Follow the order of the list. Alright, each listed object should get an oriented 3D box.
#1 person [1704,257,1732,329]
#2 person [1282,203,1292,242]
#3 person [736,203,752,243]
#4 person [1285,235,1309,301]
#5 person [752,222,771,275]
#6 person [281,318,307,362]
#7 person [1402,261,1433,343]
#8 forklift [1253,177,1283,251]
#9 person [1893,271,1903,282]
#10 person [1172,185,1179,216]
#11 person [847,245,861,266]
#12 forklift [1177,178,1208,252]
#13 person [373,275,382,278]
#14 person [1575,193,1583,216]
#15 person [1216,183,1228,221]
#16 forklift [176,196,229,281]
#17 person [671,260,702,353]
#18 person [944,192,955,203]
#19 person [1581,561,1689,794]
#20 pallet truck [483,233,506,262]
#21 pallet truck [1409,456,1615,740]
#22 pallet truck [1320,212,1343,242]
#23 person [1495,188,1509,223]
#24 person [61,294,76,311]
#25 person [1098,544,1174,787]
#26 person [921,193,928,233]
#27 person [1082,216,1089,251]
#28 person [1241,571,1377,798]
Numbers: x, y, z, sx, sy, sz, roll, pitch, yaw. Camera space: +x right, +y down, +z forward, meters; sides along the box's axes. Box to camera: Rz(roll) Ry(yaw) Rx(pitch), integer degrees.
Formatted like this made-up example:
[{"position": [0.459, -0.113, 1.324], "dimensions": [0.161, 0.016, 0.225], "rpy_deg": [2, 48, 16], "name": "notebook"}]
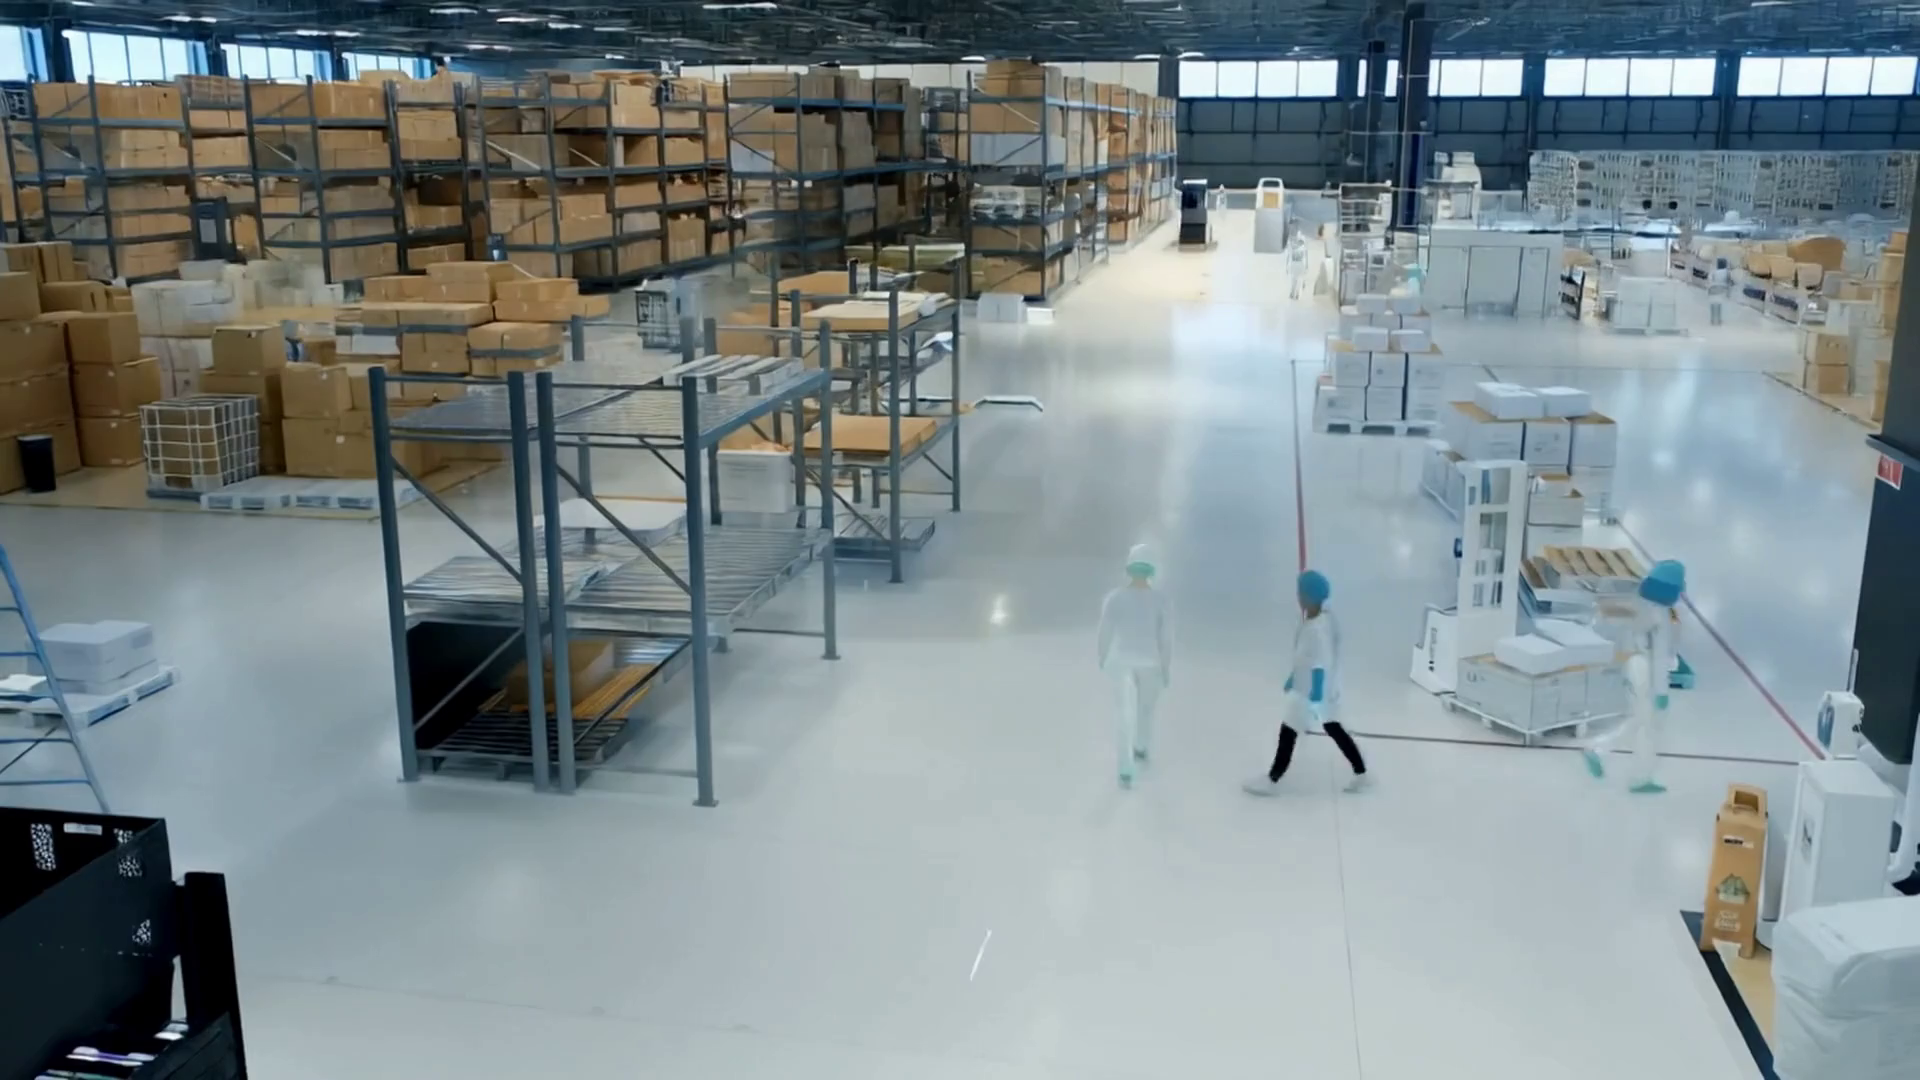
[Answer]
[{"position": [17.955, -5.865, 39.469], "dimensions": [0.557, 1.674, 0.593], "rpy_deg": [2, 14, 9], "name": "person"}, {"position": [13.784, -13.446, 70.362], "dimensions": [0.499, 1.632, 0.285], "rpy_deg": [-3, 14, -11], "name": "person"}, {"position": [-8.507, -12.278, 65.127], "dimensions": [0.882, 1.879, 0.637], "rpy_deg": [4, 14, 14], "name": "person"}, {"position": [9.302, -7.497, 45.856], "dimensions": [0.624, 1.794, 0.884], "rpy_deg": [2, 14, 8], "name": "person"}, {"position": [-6.426, -9.615, 54.344], "dimensions": [0.646, 1.863, 0.965], "rpy_deg": [7, 16, 28], "name": "person"}, {"position": [-10.124, -2.462, 25.332], "dimensions": [0.328, 1.842, 0.514], "rpy_deg": [4, 14, 16], "name": "person"}, {"position": [9.627, -4.958, 35.342], "dimensions": [0.866, 1.913, 0.550], "rpy_deg": [-1, 14, -4], "name": "person"}, {"position": [12.083, -12.747, 64.956], "dimensions": [1.129, 2.768, 1.873], "rpy_deg": [3, 14, 10], "name": "forklift"}, {"position": [20.367, -5.087, 35.584], "dimensions": [0.768, 2.000, 0.535], "rpy_deg": [5, 15, 20], "name": "person"}, {"position": [11.800, -18.567, 90.961], "dimensions": [0.413, 1.719, 0.484], "rpy_deg": [3, 14, 12], "name": "person"}, {"position": [-2.829, -6.886, 43.597], "dimensions": [0.541, 1.696, 0.315], "rpy_deg": [3, 14, 14], "name": "person"}, {"position": [9.054, -12.631, 64.488], "dimensions": [1.129, 2.768, 1.873], "rpy_deg": [3, 14, 10], "name": "forklift"}, {"position": [-11.353, -4.233, 32.463], "dimensions": [1.007, 1.884, 0.564], "rpy_deg": [3, 14, 12], "name": "person"}, {"position": [30.380, -16.371, 81.537], "dimensions": [0.715, 1.974, 0.623], "rpy_deg": [-2, 14, -8], "name": "person"}, {"position": [13.632, -17.594, 86.596], "dimensions": [0.620, 1.934, 0.496], "rpy_deg": [-6, 15, -22], "name": "person"}, {"position": [-20.891, -8.159, 46.327], "dimensions": [1.129, 2.768, 1.873], "rpy_deg": [3, 14, 10], "name": "forklift"}, {"position": [-5.828, -4.912, 35.057], "dimensions": [0.520, 1.945, 0.625], "rpy_deg": [0, 14, 1], "name": "person"}, {"position": [-0.580, -18.804, 91.593], "dimensions": [0.641, 1.882, 0.827], "rpy_deg": [4, 14, 14], "name": "person"}, {"position": [4.769, 0.973, 11.674], "dimensions": [0.527, 1.718, 0.487], "rpy_deg": [-1, 14, -3], "name": "person"}, {"position": [-11.832, -7.026, 43.548], "dimensions": [1.885, 1.965, 0.823], "rpy_deg": [8, 16, 28], "name": "pallet truck"}, {"position": [4.504, 0.400, 13.395], "dimensions": [0.823, 1.965, 1.885], "rpy_deg": [-6, 15, -23], "name": "pallet truck"}, {"position": [15.874, -13.227, 70.310], "dimensions": [0.680, 1.201, 1.601], "rpy_deg": [10, 17, 35], "name": "pallet truck"}, {"position": [26.021, -15.933, 79.898], "dimensions": [0.651, 1.907, 0.409], "rpy_deg": [9, 16, 32], "name": "person"}, {"position": [-15.335, -3.288, 28.603], "dimensions": [0.887, 1.887, 0.591], "rpy_deg": [3, 14, 14], "name": "person"}, {"position": [1.269, 0.875, 12.038], "dimensions": [0.535, 1.720, 0.900], "rpy_deg": [1, 14, 5], "name": "person"}, {"position": [-1.600, -14.967, 75.911], "dimensions": [0.552, 1.935, 0.366], "rpy_deg": [1, 14, 5], "name": "person"}, {"position": [4.342, -10.547, 58.476], "dimensions": [0.384, 1.677, 0.545], "rpy_deg": [4, 14, 14], "name": "person"}, {"position": [2.499, 1.020, 11.598], "dimensions": [0.912, 1.652, 0.531], "rpy_deg": [4, 14, 14], "name": "person"}]
